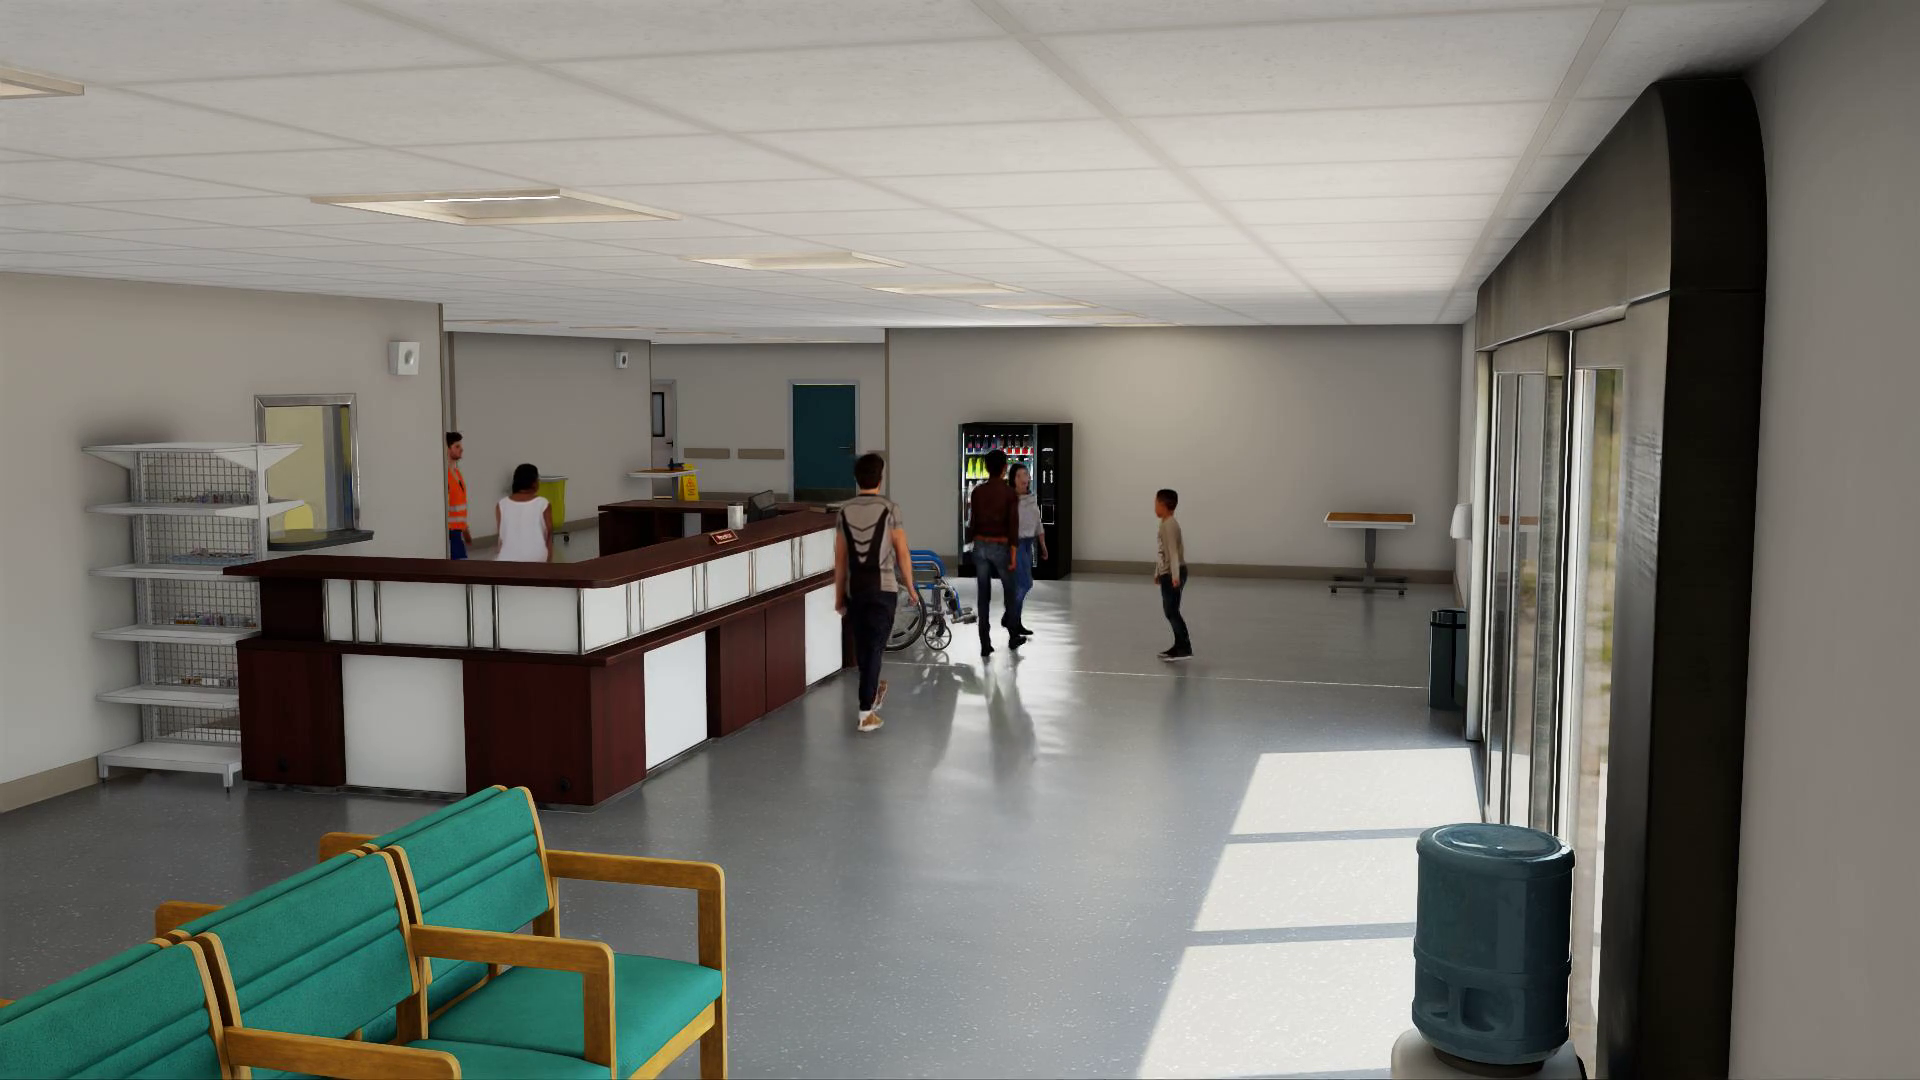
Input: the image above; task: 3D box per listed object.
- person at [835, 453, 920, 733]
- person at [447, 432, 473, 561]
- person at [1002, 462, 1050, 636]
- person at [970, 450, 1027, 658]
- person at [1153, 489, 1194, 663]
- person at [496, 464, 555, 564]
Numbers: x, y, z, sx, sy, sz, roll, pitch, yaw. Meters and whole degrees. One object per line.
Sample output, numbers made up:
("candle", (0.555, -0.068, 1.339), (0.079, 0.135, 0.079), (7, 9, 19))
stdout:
("person", (-0.620, 0.388, 11.256), (1.096, 1.842, 0.748), (2, 6, 18))
("person", (-4.889, -0.063, 15.588), (0.973, 1.872, 0.859), (0, 6, -4))
("person", (0.468, 0.085, 15.344), (0.671, 1.626, 0.660), (3, 7, 31))
("person", (0.253, 0.129, 14.269), (0.801, 1.753, 0.748), (2, 6, 19))
("person", (1.833, 0.342, 14.040), (0.624, 1.375, 0.727), (-1, 6, -14))
("person", (-3.629, 0.214, 13.821), (0.764, 1.674, 0.779), (1, 6, 6))
